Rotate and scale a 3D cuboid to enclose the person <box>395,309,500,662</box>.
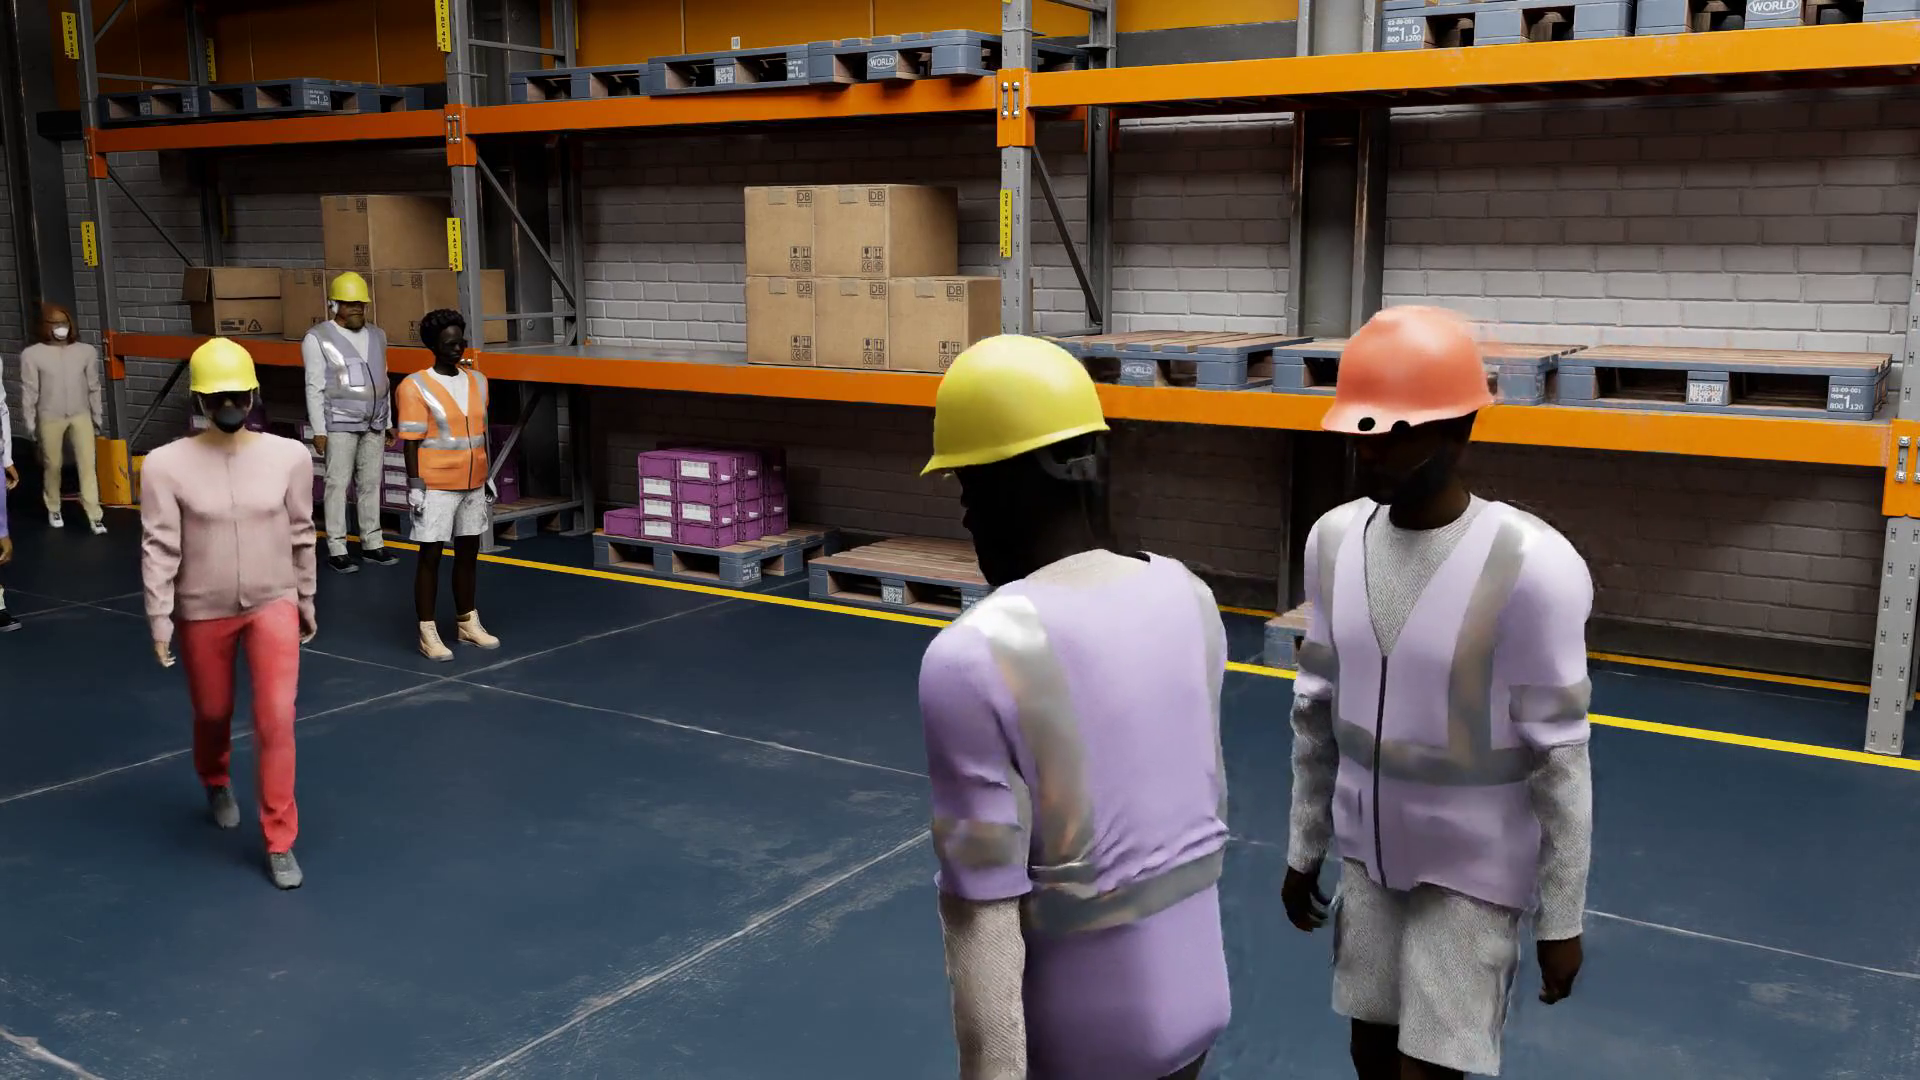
[{"bbox_3d":[-2.475,-0.271,8.085,0.317,1.695,0.540,6,12,32],"label":"person"}]

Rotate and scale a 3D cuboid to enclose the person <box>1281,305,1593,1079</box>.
[{"bbox_3d":[0.788,0.556,2.886,0.457,1.916,0.561,-7,13,-35],"label":"person"}]

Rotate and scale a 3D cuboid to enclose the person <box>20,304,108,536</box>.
[{"bbox_3d":[-6.220,-0.839,11.534,0.524,1.588,0.874,-9,14,-41],"label":"person"}]

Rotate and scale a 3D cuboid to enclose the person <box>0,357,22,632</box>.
[{"bbox_3d":[-5.092,-0.404,8.447,0.404,1.830,0.599,6,12,32],"label":"person"}]

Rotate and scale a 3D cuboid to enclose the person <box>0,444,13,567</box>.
[{"bbox_3d":[-3.765,-0.037,5.958,0.627,1.992,0.986,-6,12,-29],"label":"person"}]

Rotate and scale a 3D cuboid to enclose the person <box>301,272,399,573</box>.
[{"bbox_3d":[-3.715,-0.721,10.210,0.404,1.827,0.599,6,12,32],"label":"person"}]

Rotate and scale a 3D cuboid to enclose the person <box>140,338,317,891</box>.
[{"bbox_3d":[-2.368,0.197,5.405,0.533,1.731,0.847,-6,12,-31],"label":"person"}]

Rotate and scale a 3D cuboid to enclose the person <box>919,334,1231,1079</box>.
[{"bbox_3d":[0.150,0.660,2.393,0.595,1.895,0.480,-10,14,-43],"label":"person"}]
